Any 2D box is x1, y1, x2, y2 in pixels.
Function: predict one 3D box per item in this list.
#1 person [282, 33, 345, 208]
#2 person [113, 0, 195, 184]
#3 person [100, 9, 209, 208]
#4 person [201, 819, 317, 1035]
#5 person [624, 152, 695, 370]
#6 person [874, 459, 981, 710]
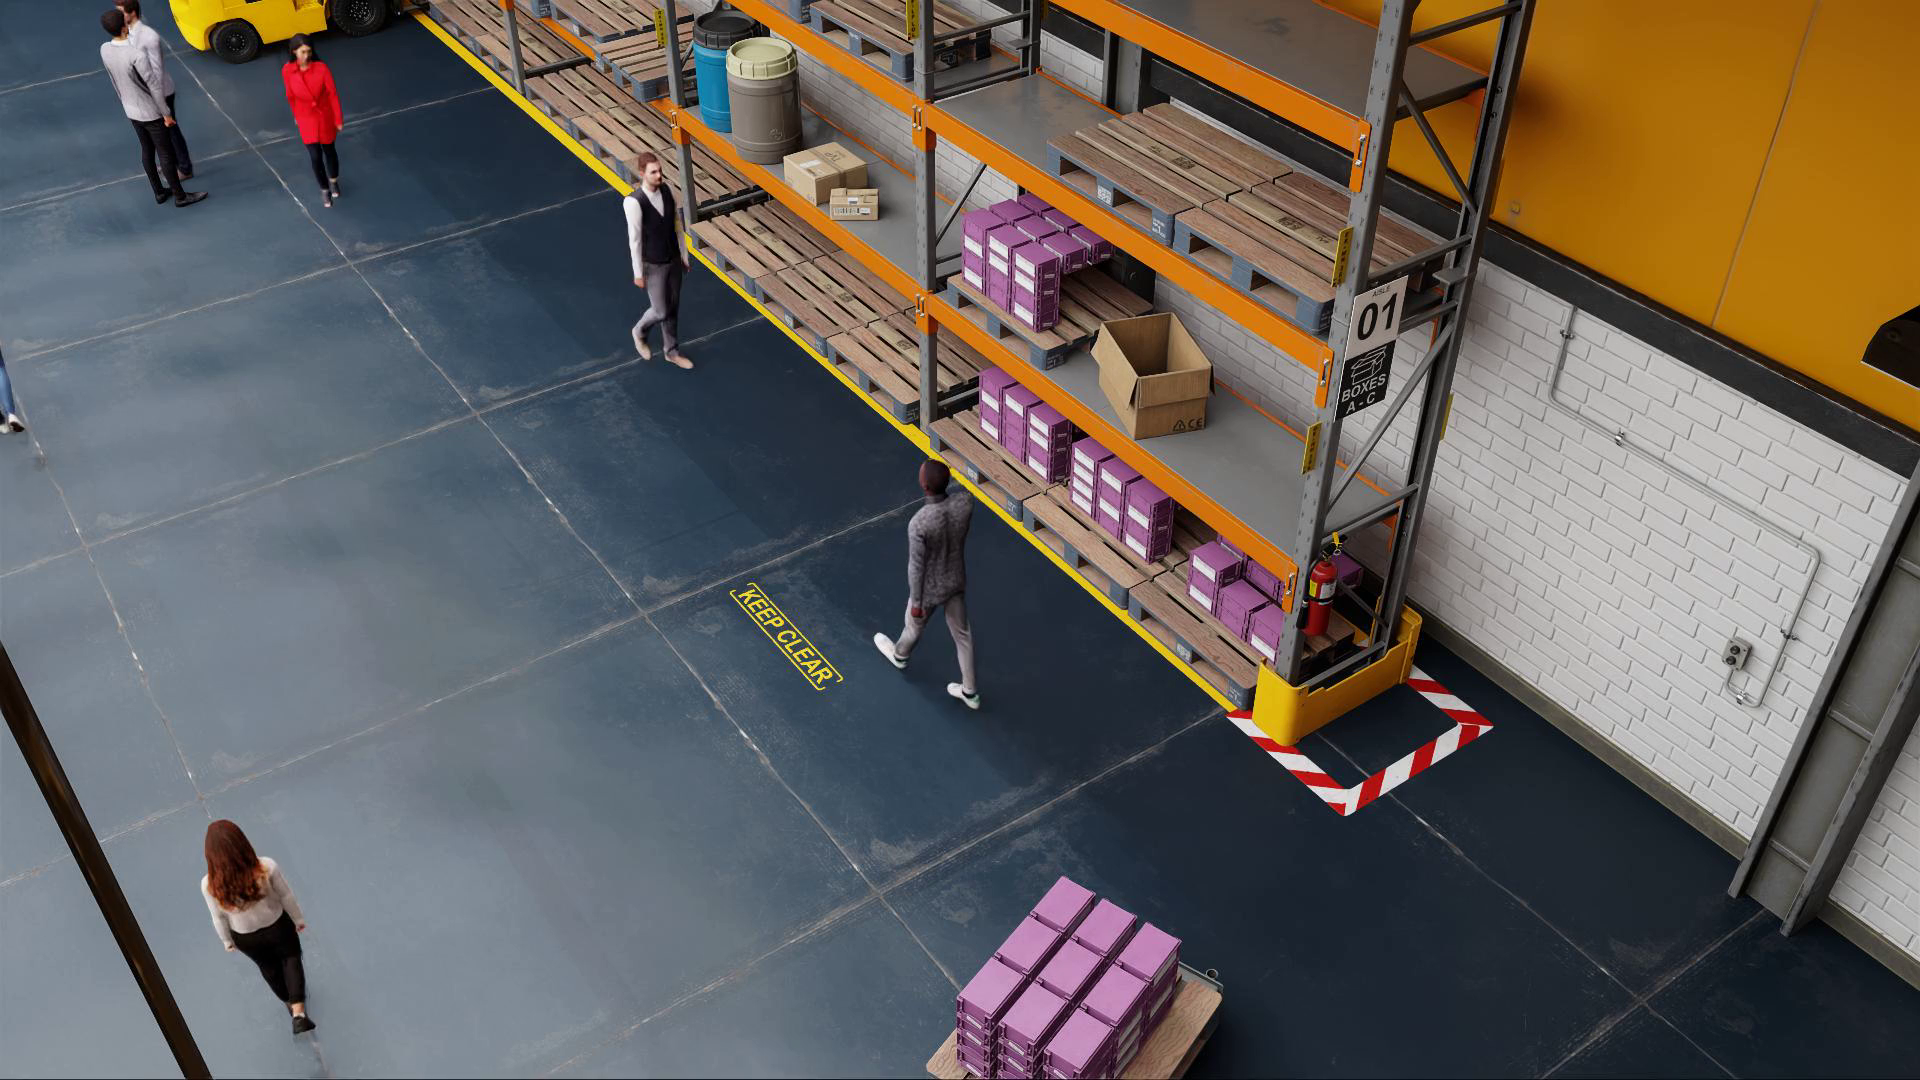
[{"bbox_3d":[-6.136,-4.015,15.830,0.738,1.711,0.814,-5,39,-6],"label":"person"},{"bbox_3d":[-7.814,-4.420,16.230,0.673,1.844,0.827,31,48,33],"label":"person"},{"bbox_3d":[-7.728,-4.080,15.741,0.767,1.924,0.896,17,41,20],"label":"person"},{"bbox_3d":[-3.542,2.018,8.463,0.629,1.478,0.773,-16,41,-19],"label":"person"},{"bbox_3d":[-2.502,-2.287,13.497,0.890,1.923,0.805,24,45,27],"label":"person"},{"bbox_3d":[-0.060,0.327,10.322,0.797,1.800,1.133,-30,47,-32],"label":"person"}]
